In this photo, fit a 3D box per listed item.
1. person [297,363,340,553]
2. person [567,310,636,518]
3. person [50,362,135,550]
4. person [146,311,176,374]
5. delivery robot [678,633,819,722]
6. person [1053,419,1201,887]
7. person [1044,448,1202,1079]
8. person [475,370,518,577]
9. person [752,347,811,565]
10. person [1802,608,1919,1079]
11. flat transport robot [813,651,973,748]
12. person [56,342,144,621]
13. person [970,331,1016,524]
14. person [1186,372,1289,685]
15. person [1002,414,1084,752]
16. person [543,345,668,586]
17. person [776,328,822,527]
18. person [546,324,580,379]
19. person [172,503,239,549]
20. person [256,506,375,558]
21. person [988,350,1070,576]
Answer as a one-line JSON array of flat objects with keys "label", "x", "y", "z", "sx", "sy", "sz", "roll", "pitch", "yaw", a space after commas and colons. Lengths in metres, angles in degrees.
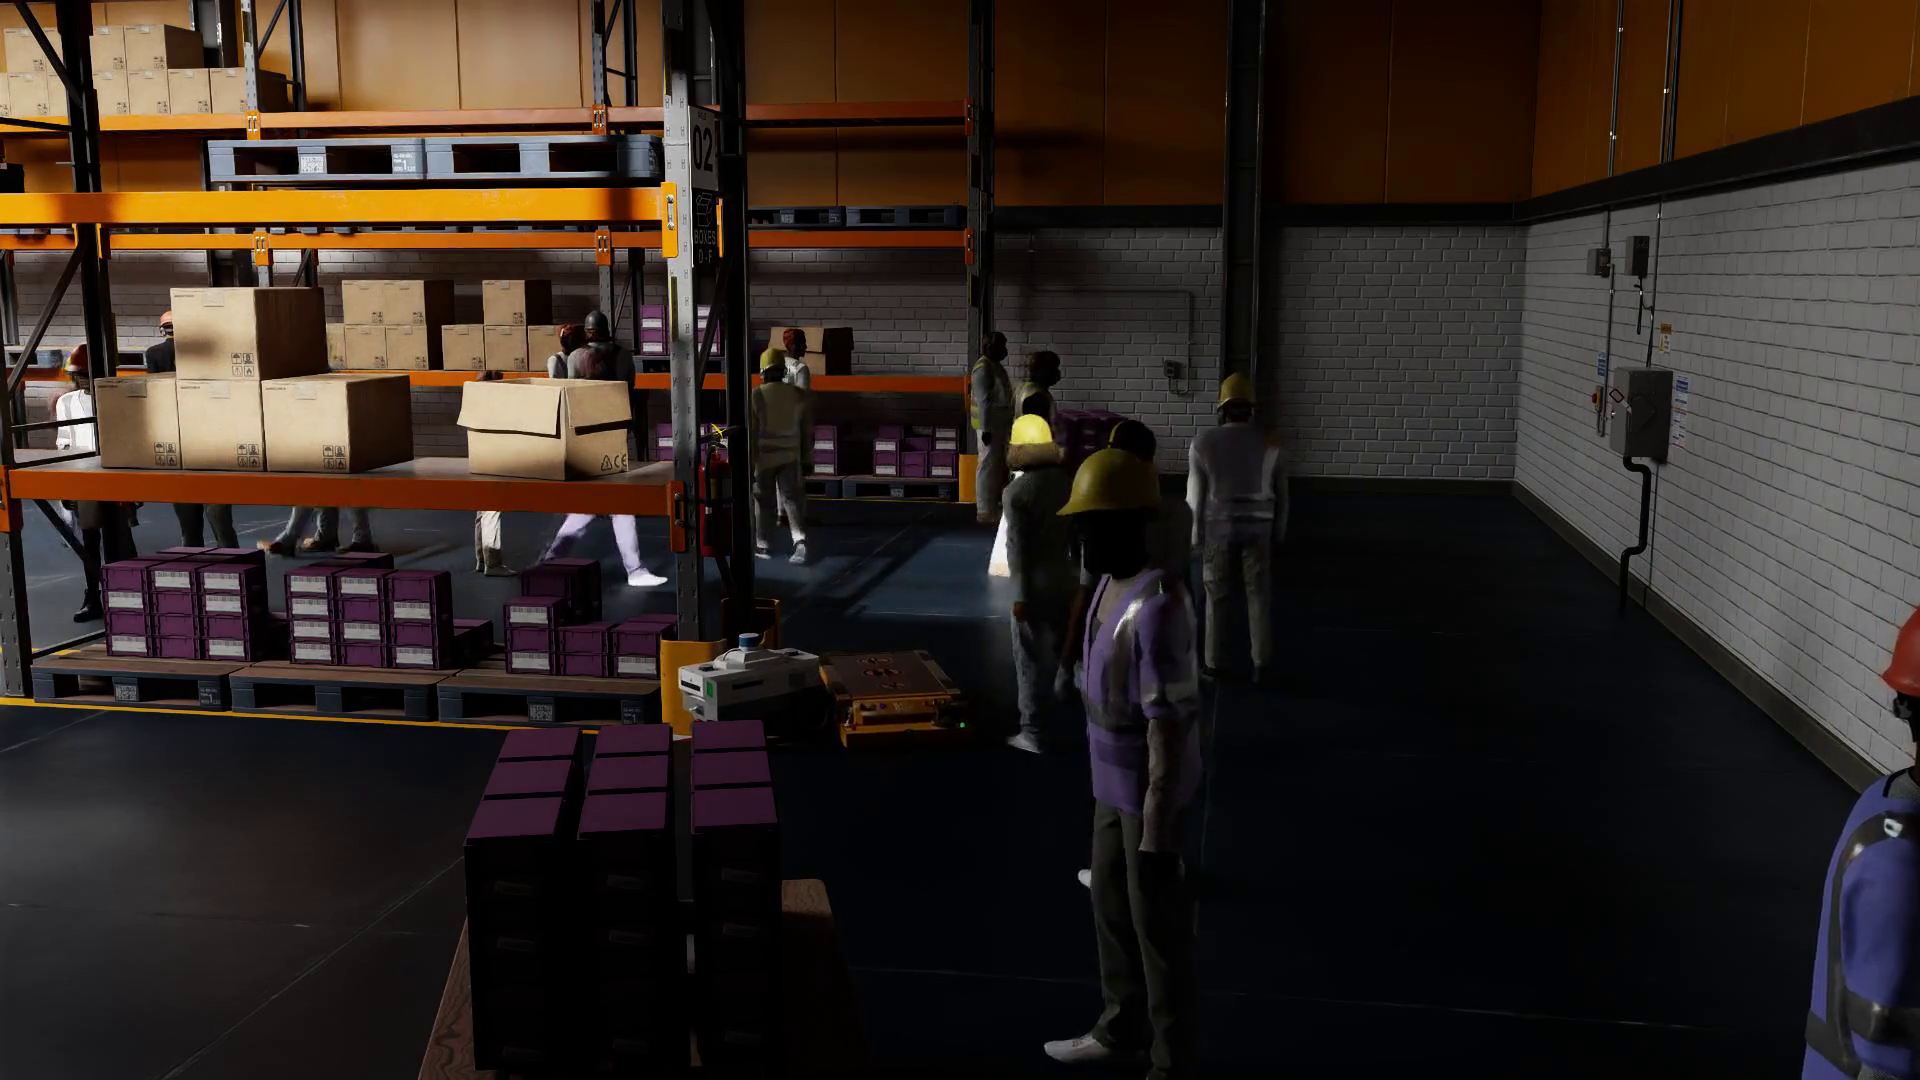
[{"label": "person", "x": -5.566, "y": -0.861, "z": 14.343, "sx": 0.372, "sy": 1.940, "sz": 0.631, "roll": -1, "pitch": 9, "yaw": -9}, {"label": "person", "x": -3.562, "y": -1.240, "z": 16.381, "sx": 0.688, "sy": 2.000, "sz": 0.536, "roll": -6, "pitch": 11, "yaw": -35}, {"label": "person", "x": -7.493, "y": -0.735, "z": 14.255, "sx": 0.921, "sy": 1.718, "sz": 0.528, "roll": 8, "pitch": 12, "yaw": 40}, {"label": "person", "x": -8.451, "y": -1.474, "z": 18.004, "sx": 0.610, "sy": 1.985, "sz": 0.393, "roll": -6, "pitch": 11, "yaw": -31}, {"label": "delivery robot", "x": -1.078, "y": 0.721, "z": 8.517, "sx": 0.707, "sy": 0.478, "sz": 0.477, "roll": -7, "pitch": 12, "yaw": -39}, {"label": "person", "x": 0.654, "y": 0.460, "z": 6.408, "sx": 0.572, "sy": 1.856, "sz": 0.384, "roll": -6, "pitch": 11, "yaw": -31}, {"label": "person", "x": 0.478, "y": 0.698, "z": 4.764, "sx": 0.430, "sy": 1.914, "sz": 0.627, "roll": -2, "pitch": 9, "yaw": -9}, {"label": "person", "x": -3.724, "y": -0.530, "z": 13.217, "sx": 0.311, "sy": 1.638, "sz": 0.521, "roll": -5, "pitch": 10, "yaw": -28}, {"label": "person", "x": -1.493, "y": -0.694, "z": 13.761, "sx": 0.601, "sy": 1.798, "sz": 0.872, "roll": -4, "pitch": 10, "yaw": -25}, {"label": "person", "x": 1.557, "y": 1.019, "z": 2.683, "sx": 0.373, "sy": 1.934, "sz": 0.551, "roll": 6, "pitch": 11, "yaw": 32}, {"label": "flat transport robot", "x": -0.398, "y": 0.828, "z": 9.016, "sx": 0.652, "sy": 0.197, "sz": 1.431, "roll": -2, "pitch": 9, "yaw": -12}, {"label": "person", "x": -5.922, "y": -0.397, "z": 11.471, "sx": 0.551, "sy": 1.933, "sz": 0.370, "roll": -2, "pitch": 9, "yaw": -10}, {"label": "person", "x": 0.322, "y": -1.087, "z": 16.047, "sx": 0.429, "sy": 1.841, "sz": 0.633, "roll": 2, "pitch": 9, "yaw": 13}, {"label": "person", "x": 1.620, "y": -0.064, "z": 9.731, "sx": 0.600, "sy": 1.831, "sz": 0.403, "roll": 0, "pitch": 9, "yaw": 2}, {"label": "person", "x": 0.479, "y": 0.239, "z": 8.233, "sx": 0.497, "sy": 1.714, "sz": 0.661, "roll": -7, "pitch": 12, "yaw": -38}, {"label": "person", "x": -2.778, "y": -0.545, "z": 12.628, "sx": 0.944, "sy": 1.868, "sz": 0.637, "roll": -5, "pitch": 10, "yaw": -26}, {"label": "person", "x": -1.561, "y": -1.056, "z": 15.721, "sx": 0.347, "sy": 1.882, "sz": 0.584, "roll": -8, "pitch": 12, "yaw": -39}, {"label": "person", "x": -3.994, "y": -1.261, "z": 17.001, "sx": 0.356, "sy": 1.881, "sz": 0.575, "roll": 3, "pitch": 10, "yaw": 17}, {"label": "person", "x": -5.412, "y": -0.463, "z": 11.872, "sx": 0.627, "sy": 1.940, "sz": 0.372, "roll": 1, "pitch": 9, "yaw": 4}, {"label": "person", "x": -5.487, "y": -0.787, "z": 14.038, "sx": 0.997, "sy": 1.881, "sz": 0.628, "roll": -3, "pitch": 9, "yaw": -15}, {"label": "person", "x": 0.669, "y": -0.590, "z": 13.114, "sx": 0.972, "sy": 1.791, "sz": 0.623, "roll": 1, "pitch": 9, "yaw": 5}]
